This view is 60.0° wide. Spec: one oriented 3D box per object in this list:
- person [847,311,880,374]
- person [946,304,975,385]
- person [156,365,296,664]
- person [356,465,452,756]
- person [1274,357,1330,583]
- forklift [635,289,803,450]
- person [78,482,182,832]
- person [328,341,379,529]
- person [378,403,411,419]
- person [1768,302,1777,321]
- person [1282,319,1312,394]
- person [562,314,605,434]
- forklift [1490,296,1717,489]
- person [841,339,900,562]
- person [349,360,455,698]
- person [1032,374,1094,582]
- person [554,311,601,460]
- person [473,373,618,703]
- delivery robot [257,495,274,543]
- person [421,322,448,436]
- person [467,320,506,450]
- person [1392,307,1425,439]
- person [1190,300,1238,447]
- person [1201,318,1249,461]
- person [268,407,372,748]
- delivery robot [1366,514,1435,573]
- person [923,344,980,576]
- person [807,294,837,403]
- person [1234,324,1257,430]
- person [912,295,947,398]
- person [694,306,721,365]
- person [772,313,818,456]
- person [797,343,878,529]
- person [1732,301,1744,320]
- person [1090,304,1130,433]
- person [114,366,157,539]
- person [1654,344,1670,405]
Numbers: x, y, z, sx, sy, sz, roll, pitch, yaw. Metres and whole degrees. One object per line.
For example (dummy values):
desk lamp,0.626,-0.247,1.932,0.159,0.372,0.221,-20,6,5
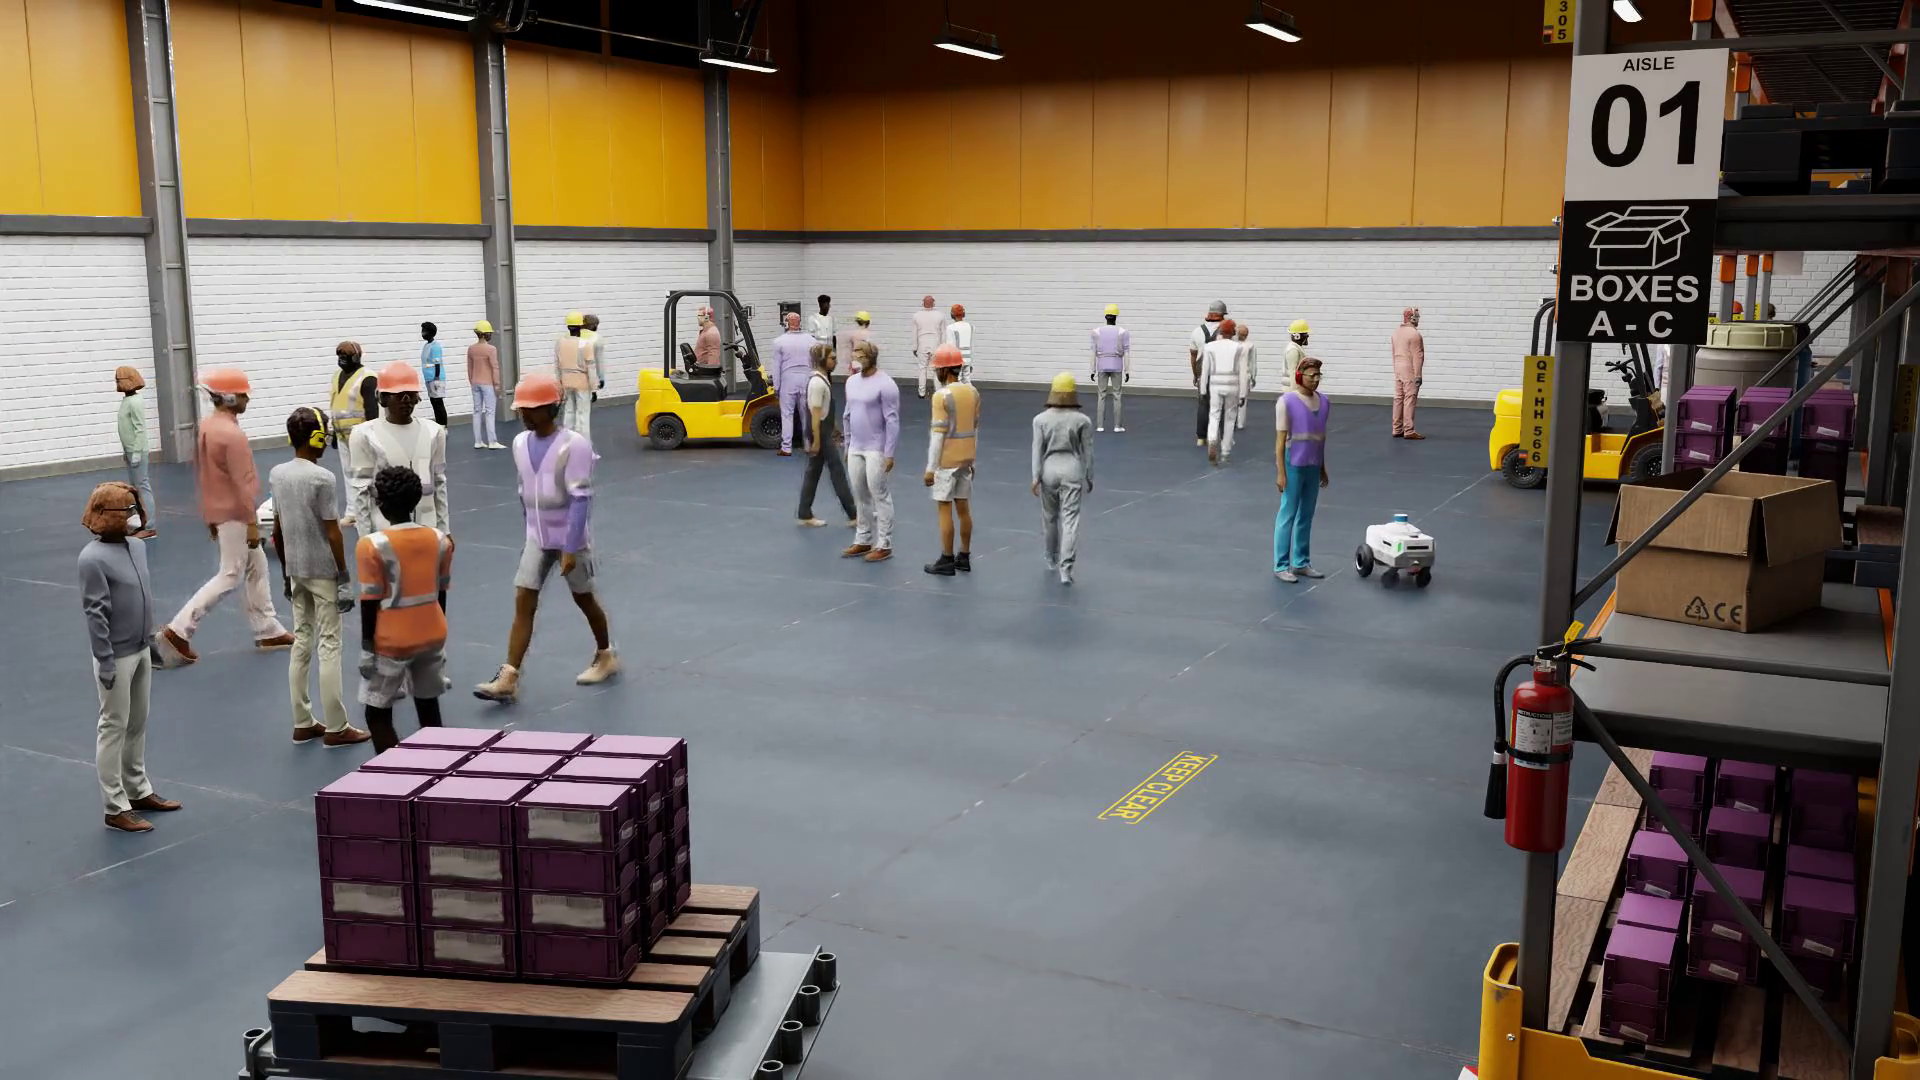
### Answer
person,-1.505,-2.845,27.052,0.548,1.733,0.798,7,12,37
person,-0.008,-2.779,26.271,0.572,1.885,0.358,-9,13,-41
person,-4.853,-0.169,10.956,0.941,1.962,0.631,-8,13,-39
person,-2.621,0.492,7.889,0.324,1.689,0.551,6,11,30
person,2.794,-0.582,13.665,0.572,1.843,0.373,-7,12,-37
forklift,-3.358,-2.392,23.136,2.313,2.155,1.214,-1,10,-5
person,-3.910,0.537,7.799,0.286,1.633,0.499,0,10,0
person,-5.916,-1.024,16.262,0.626,1.841,0.429,7,12,36
person,-5.375,-0.854,15.840,0.308,1.638,0.511,-6,12,-32
person,12.203,-2.629,25.246,0.630,1.940,0.372,2,10,11
person,4.362,-1.931,21.513,0.403,1.833,0.586,2,10,10
person,-5.462,-2.379,24.170,0.664,1.808,0.476,5,11,25
forklift,7.296,-1.677,18.993,2.313,2.155,1.214,5,11,27
person,-0.791,-0.781,14.549,0.352,1.937,0.635,-10,14,-44
person,-3.369,-0.068,10.119,0.604,2.044,0.375,-10,14,-44
person,0.854,-0.525,13.779,0.506,1.691,0.921,1,10,6
person,-4.969,-1.991,21.576,0.589,1.930,0.355,4,10,20
person,-2.468,-0.019,10.044,0.627,1.971,1.082,5,11,26
delivery robot,-6.127,-0.206,14.949,0.477,0.478,0.707,-2,10,-13
person,-7.710,-2.351,24.358,0.321,1.690,0.536,-7,12,-35
person,-6.509,-2.119,22.792,0.526,1.769,0.328,5,11,29
person,6.508,-2.411,24.079,0.409,1.909,0.642,-3,10,-17
person,3.575,-2.326,23.198,0.687,2.000,0.535,5,11,28
person,3.366,-1.898,21.246,0.607,1.864,0.779,3,10,14
person,-3.499,0.205,9.062,0.508,1.865,0.329,5,11,27
delivery robot,3.594,0.032,13.573,0.477,0.478,0.707,-1,10,-8
person,-0.077,-0.662,13.901,0.372,1.927,0.584,8,13,38
person,-2.436,-3.382,29.579,0.599,1.958,0.382,-8,13,-38
person,4.231,-2.460,25.192,0.524,1.614,0.700,1,10,8
person,-0.566,-3.573,30.792,0.643,1.913,0.410,0,10,1
person,-3.689,-2.446,24.278,0.407,1.910,0.639,-2,10,-12
person,-2.192,-2.060,22.074,0.645,1.899,0.401,-5,11,-26
person,-1.221,-1.004,16.230,0.823,1.810,0.520,-1,10,-8
person,11.980,-2.733,25.841,0.351,1.942,0.545,-5,11,-29
person,2.248,-2.566,24.913,0.595,1.925,0.370,2,10,11
person,-7.783,-0.821,15.660,0.285,1.633,0.500,-8,12,-37
person,9.581,-2.047,22.166,0.632,1.839,0.429,3,10,15
